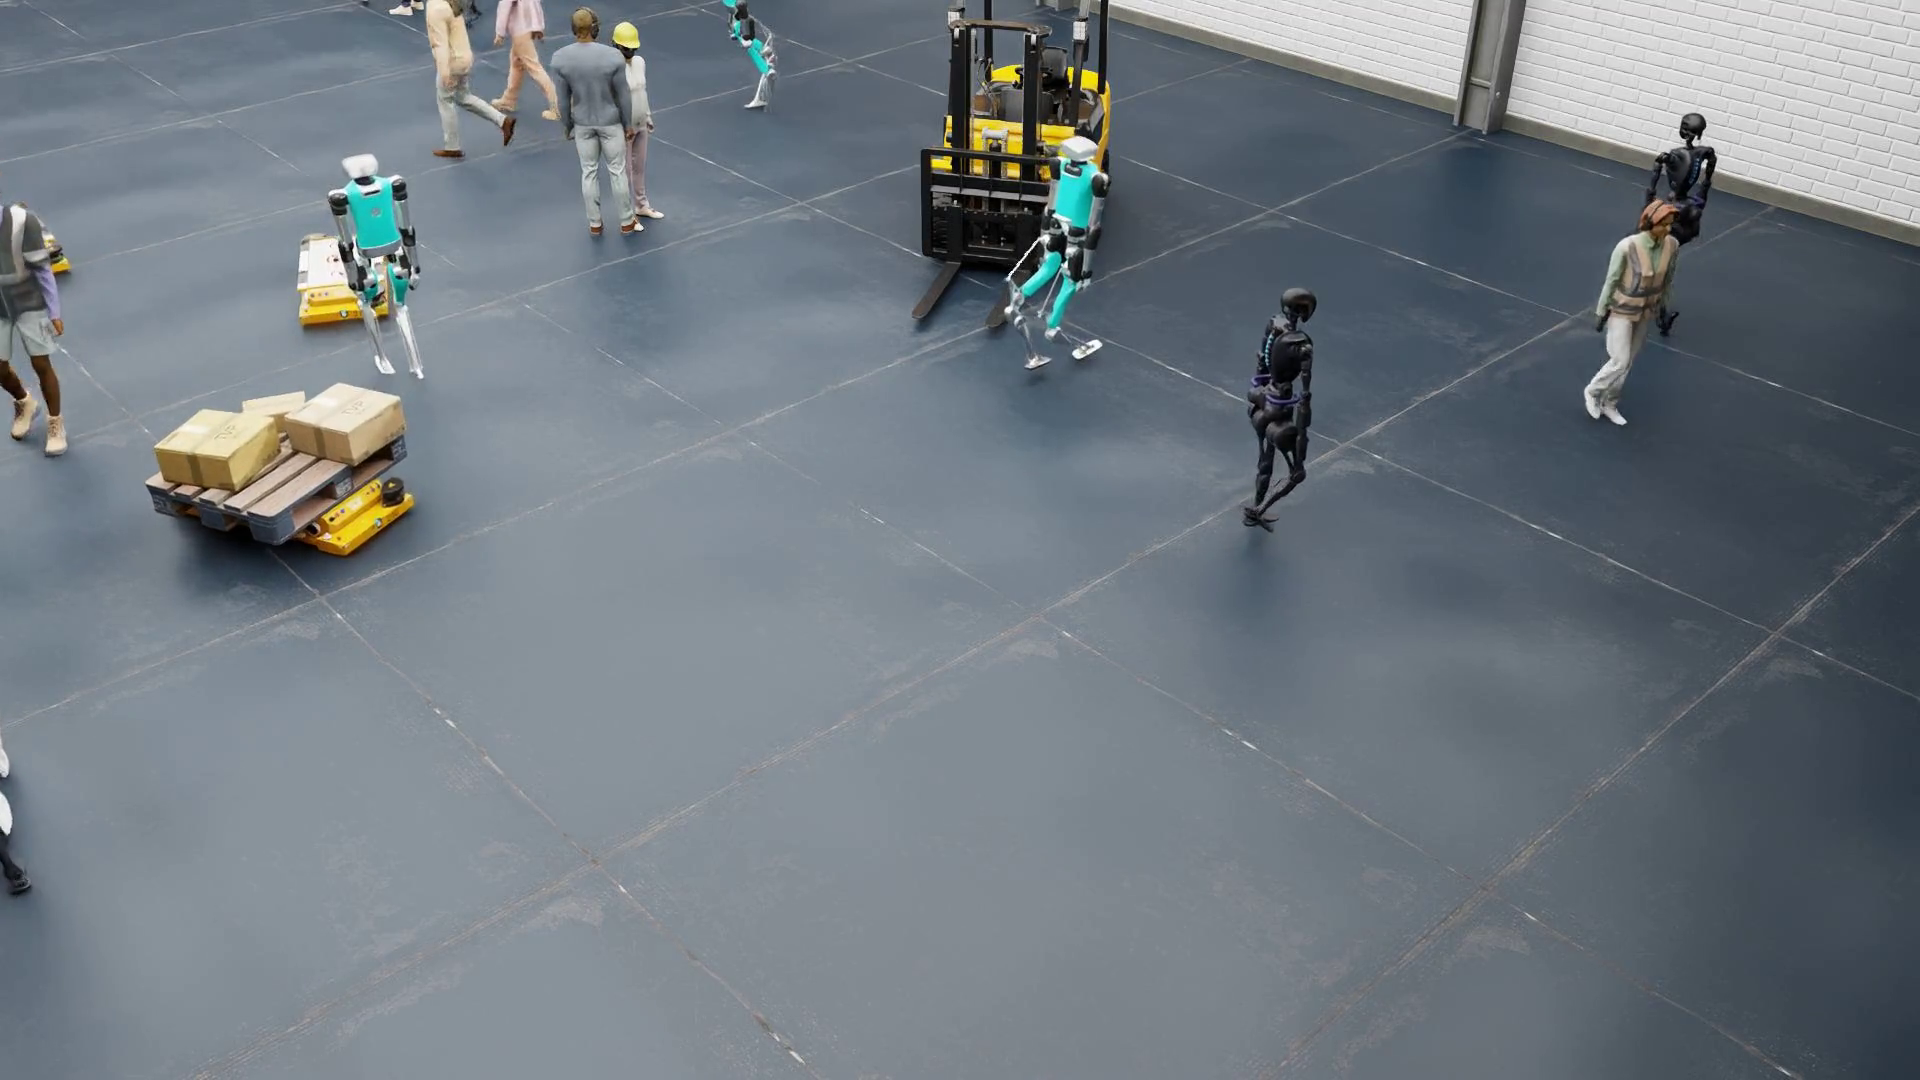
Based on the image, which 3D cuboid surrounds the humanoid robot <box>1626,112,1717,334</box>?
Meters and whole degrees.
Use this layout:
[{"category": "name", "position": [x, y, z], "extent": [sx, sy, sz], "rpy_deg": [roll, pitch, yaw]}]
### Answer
[{"category": "humanoid robot", "position": [5.443, -2.411, 12.618], "extent": [0.602, 1.639, 0.690], "rpy_deg": [-8, 34, -11]}]

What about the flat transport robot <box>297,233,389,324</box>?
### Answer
[{"category": "flat transport robot", "position": [-4.994, -2.151, 13.480], "extent": [0.659, 0.231, 1.431], "rpy_deg": [-9, 34, -14]}]

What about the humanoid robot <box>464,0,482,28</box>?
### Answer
[{"category": "humanoid robot", "position": [-5.849, -6.854, 19.445], "extent": [0.593, 1.626, 0.756], "rpy_deg": [8, 34, 12]}]

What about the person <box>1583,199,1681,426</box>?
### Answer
[{"category": "person", "position": [4.565, -1.517, 11.252], "extent": [0.549, 1.622, 0.388], "rpy_deg": [-12, 35, -18]}]

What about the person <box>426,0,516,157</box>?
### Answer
[{"category": "person", "position": [-4.714, -4.524, 15.687], "extent": [0.747, 1.845, 0.592], "rpy_deg": [1, 33, 2]}]

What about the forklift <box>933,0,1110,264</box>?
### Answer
[{"category": "forklift", "position": [0.570, -3.725, 14.138], "extent": [1.214, 2.155, 2.313], "rpy_deg": [9, 34, 13]}]

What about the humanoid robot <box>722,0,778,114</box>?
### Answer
[{"category": "humanoid robot", "position": [-2.060, -5.129, 16.807], "extent": [0.741, 1.880, 0.539], "rpy_deg": [-15, 36, -21]}]

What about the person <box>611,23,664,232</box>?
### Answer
[{"category": "person", "position": [-2.805, -3.550, 14.261], "extent": [0.326, 1.763, 0.523], "rpy_deg": [15, 36, 22]}]

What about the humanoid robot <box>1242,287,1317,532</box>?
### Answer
[{"category": "humanoid robot", "position": [1.903, -0.786, 10.094], "extent": [0.381, 1.647, 0.612], "rpy_deg": [-11, 35, -17]}]

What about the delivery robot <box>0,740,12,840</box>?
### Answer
[{"category": "delivery robot", "position": [-4.937, 1.175, 8.122], "extent": [0.499, 0.614, 0.811], "rpy_deg": [-10, 34, -15]}]

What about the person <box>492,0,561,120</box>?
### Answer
[{"category": "person", "position": [-4.398, -5.107, 16.680], "extent": [0.952, 1.730, 0.529], "rpy_deg": [8, 34, 13]}]

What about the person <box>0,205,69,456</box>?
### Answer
[{"category": "person", "position": [-6.220, -1.518, 10.899], "extent": [0.624, 2.023, 0.485], "rpy_deg": [-10, 34, -15]}]

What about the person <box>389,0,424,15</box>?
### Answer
[{"category": "person", "position": [-6.724, -7.228, 19.830], "extent": [0.430, 1.859, 0.790], "rpy_deg": [7, 34, 10]}]

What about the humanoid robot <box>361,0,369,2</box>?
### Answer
[{"category": "humanoid robot", "position": [-7.349, -7.418, 20.249], "extent": [0.568, 1.758, 0.941], "rpy_deg": [-2, 33, -2]}]

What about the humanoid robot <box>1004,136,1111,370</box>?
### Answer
[{"category": "humanoid robot", "position": [0.660, -1.953, 11.821], "extent": [0.963, 1.737, 0.546], "rpy_deg": [-26, 41, -34]}]

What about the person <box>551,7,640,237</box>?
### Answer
[{"category": "person", "position": [-3.058, -3.503, 14.032], "extent": [0.627, 1.935, 0.372], "rpy_deg": [0, 33, -1]}]

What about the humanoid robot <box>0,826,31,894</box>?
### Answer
[{"category": "humanoid robot", "position": [-4.616, 0.982, 7.379], "extent": [0.352, 1.652, 0.584], "rpy_deg": [19, 38, 27]}]

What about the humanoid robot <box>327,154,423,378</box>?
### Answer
[{"category": "humanoid robot", "position": [-4.179, -1.957, 11.839], "extent": [0.541, 1.764, 0.826], "rpy_deg": [-21, 39, -29]}]

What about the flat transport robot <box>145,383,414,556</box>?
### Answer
[{"category": "flat transport robot", "position": [-4.281, -0.278, 10.601], "extent": [1.431, 0.231, 0.659], "rpy_deg": [13, 35, 20]}]

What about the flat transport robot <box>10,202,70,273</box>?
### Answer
[{"category": "flat transport robot", "position": [-8.055, -2.502, 14.018], "extent": [0.659, 0.231, 1.431], "rpy_deg": [-23, 40, -31]}]
